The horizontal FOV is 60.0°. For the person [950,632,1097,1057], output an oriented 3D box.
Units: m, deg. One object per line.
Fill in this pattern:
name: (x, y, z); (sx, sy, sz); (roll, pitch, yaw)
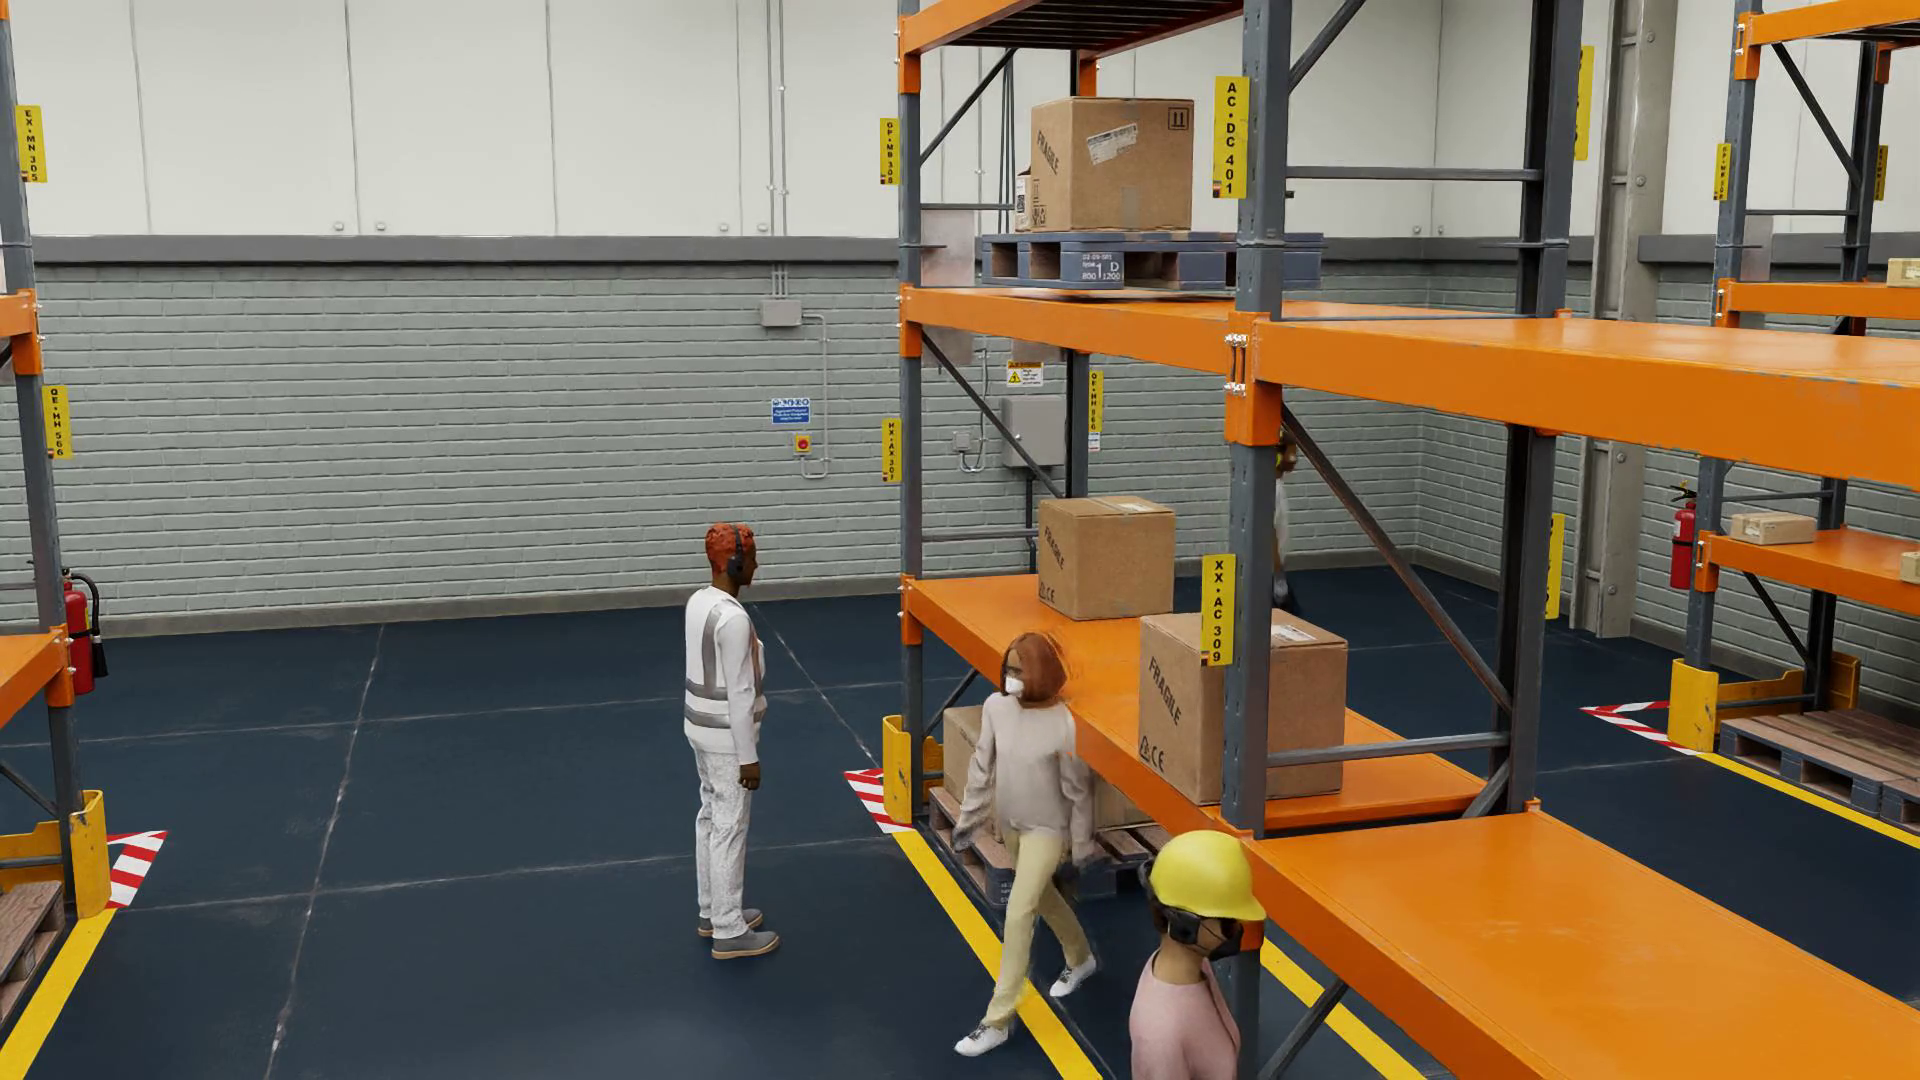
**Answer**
person: (0.298, 1.121, 6.469); (0.863, 1.592, 0.512); (-9, 13, -41)

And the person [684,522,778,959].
person: (-1.001, 0.855, 7.171); (0.359, 1.880, 0.575); (-5, 11, -25)

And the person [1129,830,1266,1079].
person: (0.512, 1.507, 3.777); (0.316, 1.765, 0.523); (2, 10, 12)
